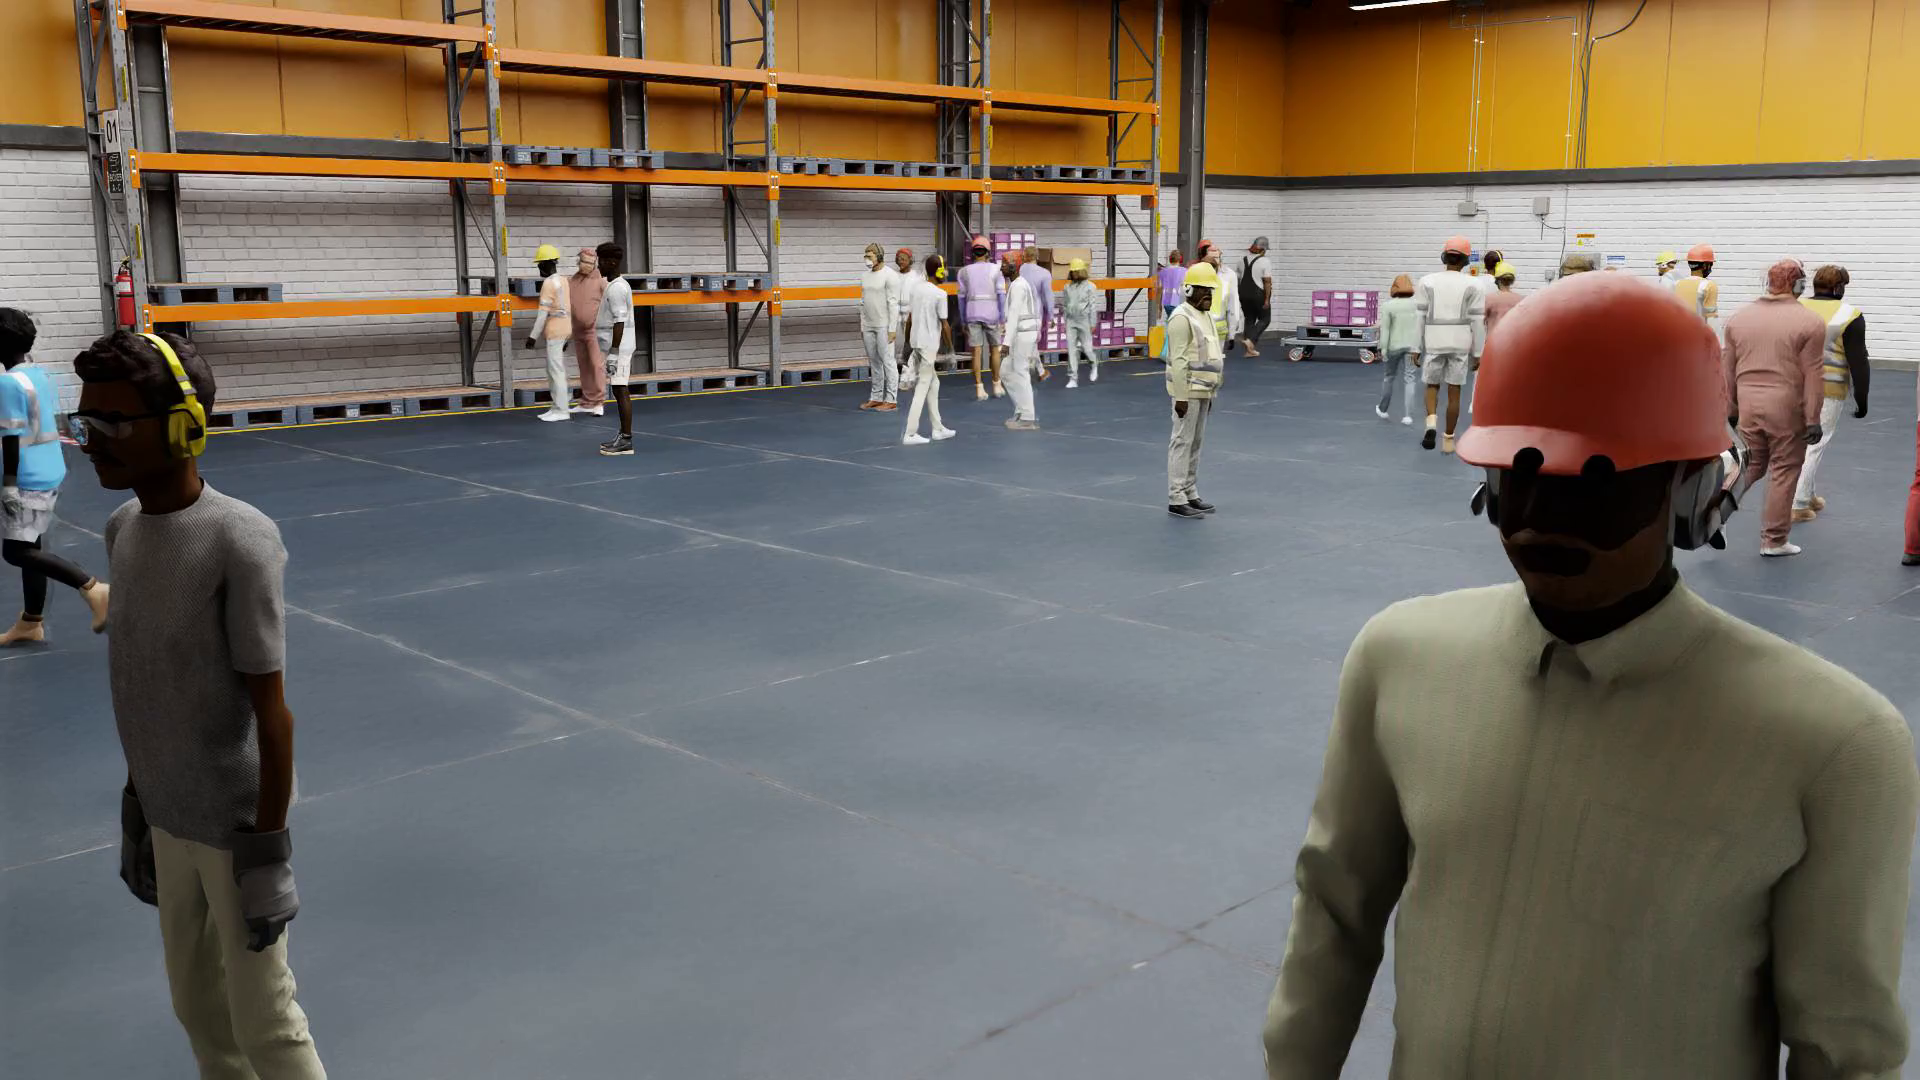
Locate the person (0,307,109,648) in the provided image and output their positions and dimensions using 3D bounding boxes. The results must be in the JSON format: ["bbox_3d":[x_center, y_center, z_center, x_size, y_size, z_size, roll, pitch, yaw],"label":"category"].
[{"bbox_3d":[-4.489,-0.294,8.113,0.565,1.680,0.546,-3,11,-16],"label":"person"}]

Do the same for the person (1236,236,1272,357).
[{"bbox_3d":[4.912,-4.056,27.661,0.581,2.000,0.699,-9,14,-40],"label":"person"}]

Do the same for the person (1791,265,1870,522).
[{"bbox_3d":[6.167,-1.044,11.866,0.825,1.807,0.653,-6,12,-31],"label":"person"}]

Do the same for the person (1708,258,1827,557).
[{"bbox_3d":[5.042,-0.809,10.374,0.657,1.886,0.650,-6,12,-31],"label":"person"}]

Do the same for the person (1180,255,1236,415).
[{"bbox_3d":[2.837,-2.367,19.131,0.636,1.803,0.961,0,10,-1],"label":"person"}]

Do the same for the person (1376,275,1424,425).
[{"bbox_3d":[4.777,-2.066,18.039,0.508,1.592,0.847,0,10,2],"label":"person"}]

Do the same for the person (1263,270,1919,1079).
[{"bbox_3d":[0.636,0.712,1.802,0.404,1.990,0.636,-10,14,-43],"label":"person"}]

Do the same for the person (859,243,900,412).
[{"bbox_3d":[-0.935,-2.449,19.201,0.356,1.933,0.629,-9,14,-42],"label":"person"}]

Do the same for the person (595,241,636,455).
[{"bbox_3d":[-3.192,-1.773,15.413,0.367,1.966,0.605,-2,11,-10],"label":"person"}]

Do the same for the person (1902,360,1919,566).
[{"bbox_3d":[5.952,-0.679,9.998,0.313,1.768,0.522,-1,10,-3],"label":"person"}]

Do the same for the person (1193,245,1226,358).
[{"bbox_3d":[3.913,-3.879,27.154,0.968,1.879,0.608,-6,12,-29],"label":"person"}]

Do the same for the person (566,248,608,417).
[{"bbox_3d":[-4.207,-2.324,18.699,0.758,1.884,0.463,6,12,31],"label":"person"}]

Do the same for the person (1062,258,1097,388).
[{"bbox_3d":[1.626,-2.903,22.240,0.501,1.722,0.584,5,12,27],"label":"person"}]

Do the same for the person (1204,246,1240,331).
[{"bbox_3d":[3.297,-2.863,21.623,0.675,1.870,0.870,0,10,0],"label":"person"}]

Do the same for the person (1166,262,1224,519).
[{"bbox_3d":[1.693,-1.076,11.990,0.404,1.828,0.592,5,12,27],"label":"person"}]

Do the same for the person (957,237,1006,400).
[{"bbox_3d":[0.302,-2.741,20.649,0.664,1.985,0.879,2,11,10],"label":"person"}]

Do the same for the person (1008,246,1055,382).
[{"bbox_3d":[0.968,-3.067,22.742,0.655,1.876,1.004,6,12,31],"label":"person"}]

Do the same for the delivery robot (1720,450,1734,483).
[{"bbox_3d":[5.425,-0.582,12.514,0.707,0.478,0.477,0,10,-1],"label":"delivery robot"}]

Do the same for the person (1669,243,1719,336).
[{"bbox_3d":[7.259,-1.951,16.462,0.362,1.939,0.543,-6,12,-29],"label":"person"}]

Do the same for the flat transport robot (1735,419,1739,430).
[{"bbox_3d":[7.950,-1.245,17.160,1.431,0.197,0.652,5,12,25],"label":"flat transport robot"}]

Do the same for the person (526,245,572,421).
[{"bbox_3d":[-4.448,-2.243,18.099,0.433,1.919,0.602,0,10,-2],"label":"person"}]

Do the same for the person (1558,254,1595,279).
[{"bbox_3d":[4.286,-1.042,11.639,0.637,1.910,0.902,10,14,43],"label":"person"}]

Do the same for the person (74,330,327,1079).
[{"bbox_3d":[-1.408,0.541,3.102,0.510,1.862,0.323,7,13,34],"label":"person"}]

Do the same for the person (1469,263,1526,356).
[{"bbox_3d":[5.742,-2.081,17.749,0.541,1.715,0.916,-1,10,-7],"label":"person"}]

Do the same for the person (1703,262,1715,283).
[{"bbox_3d":[10.678,-3.216,24.034,0.533,1.692,0.319,-4,11,-22],"label":"person"}]

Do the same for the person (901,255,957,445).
[{"bbox_3d":[-0.234,-1.851,16.198,0.826,1.828,0.551,-8,13,-36],"label":"person"}]

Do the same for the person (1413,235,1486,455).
[{"bbox_3d":[4.491,-1.780,15.292,0.627,2.023,0.493,5,11,24],"label":"person"}]

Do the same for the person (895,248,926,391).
[{"bbox_3d":[-0.749,-2.862,21.671,0.574,1.845,0.930,5,12,27],"label":"person"}]

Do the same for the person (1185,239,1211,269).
[{"bbox_3d":[4.075,-4.097,28.132,0.651,1.964,0.455,5,12,27],"label":"person"}]

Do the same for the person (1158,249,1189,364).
[{"bbox_3d":[3.377,-3.702,26.396,0.569,1.805,0.911,10,14,43],"label":"person"}]

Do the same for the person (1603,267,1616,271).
[{"bbox_3d":[9.045,-3.012,23.216,0.503,1.587,0.867,-3,11,-15],"label":"person"}]

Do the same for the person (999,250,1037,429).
[{"bbox_3d":[0.595,-2.079,17.364,0.472,1.865,0.615,0,10,1],"label":"person"}]

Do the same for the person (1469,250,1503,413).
[{"bbox_3d":[6.091,-2.389,19.102,0.711,1.843,0.551,-7,13,-35],"label":"person"}]

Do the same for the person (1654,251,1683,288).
[{"bbox_3d":[9.988,-3.157,23.441,0.612,1.798,0.547,-10,14,-44],"label":"person"}]
